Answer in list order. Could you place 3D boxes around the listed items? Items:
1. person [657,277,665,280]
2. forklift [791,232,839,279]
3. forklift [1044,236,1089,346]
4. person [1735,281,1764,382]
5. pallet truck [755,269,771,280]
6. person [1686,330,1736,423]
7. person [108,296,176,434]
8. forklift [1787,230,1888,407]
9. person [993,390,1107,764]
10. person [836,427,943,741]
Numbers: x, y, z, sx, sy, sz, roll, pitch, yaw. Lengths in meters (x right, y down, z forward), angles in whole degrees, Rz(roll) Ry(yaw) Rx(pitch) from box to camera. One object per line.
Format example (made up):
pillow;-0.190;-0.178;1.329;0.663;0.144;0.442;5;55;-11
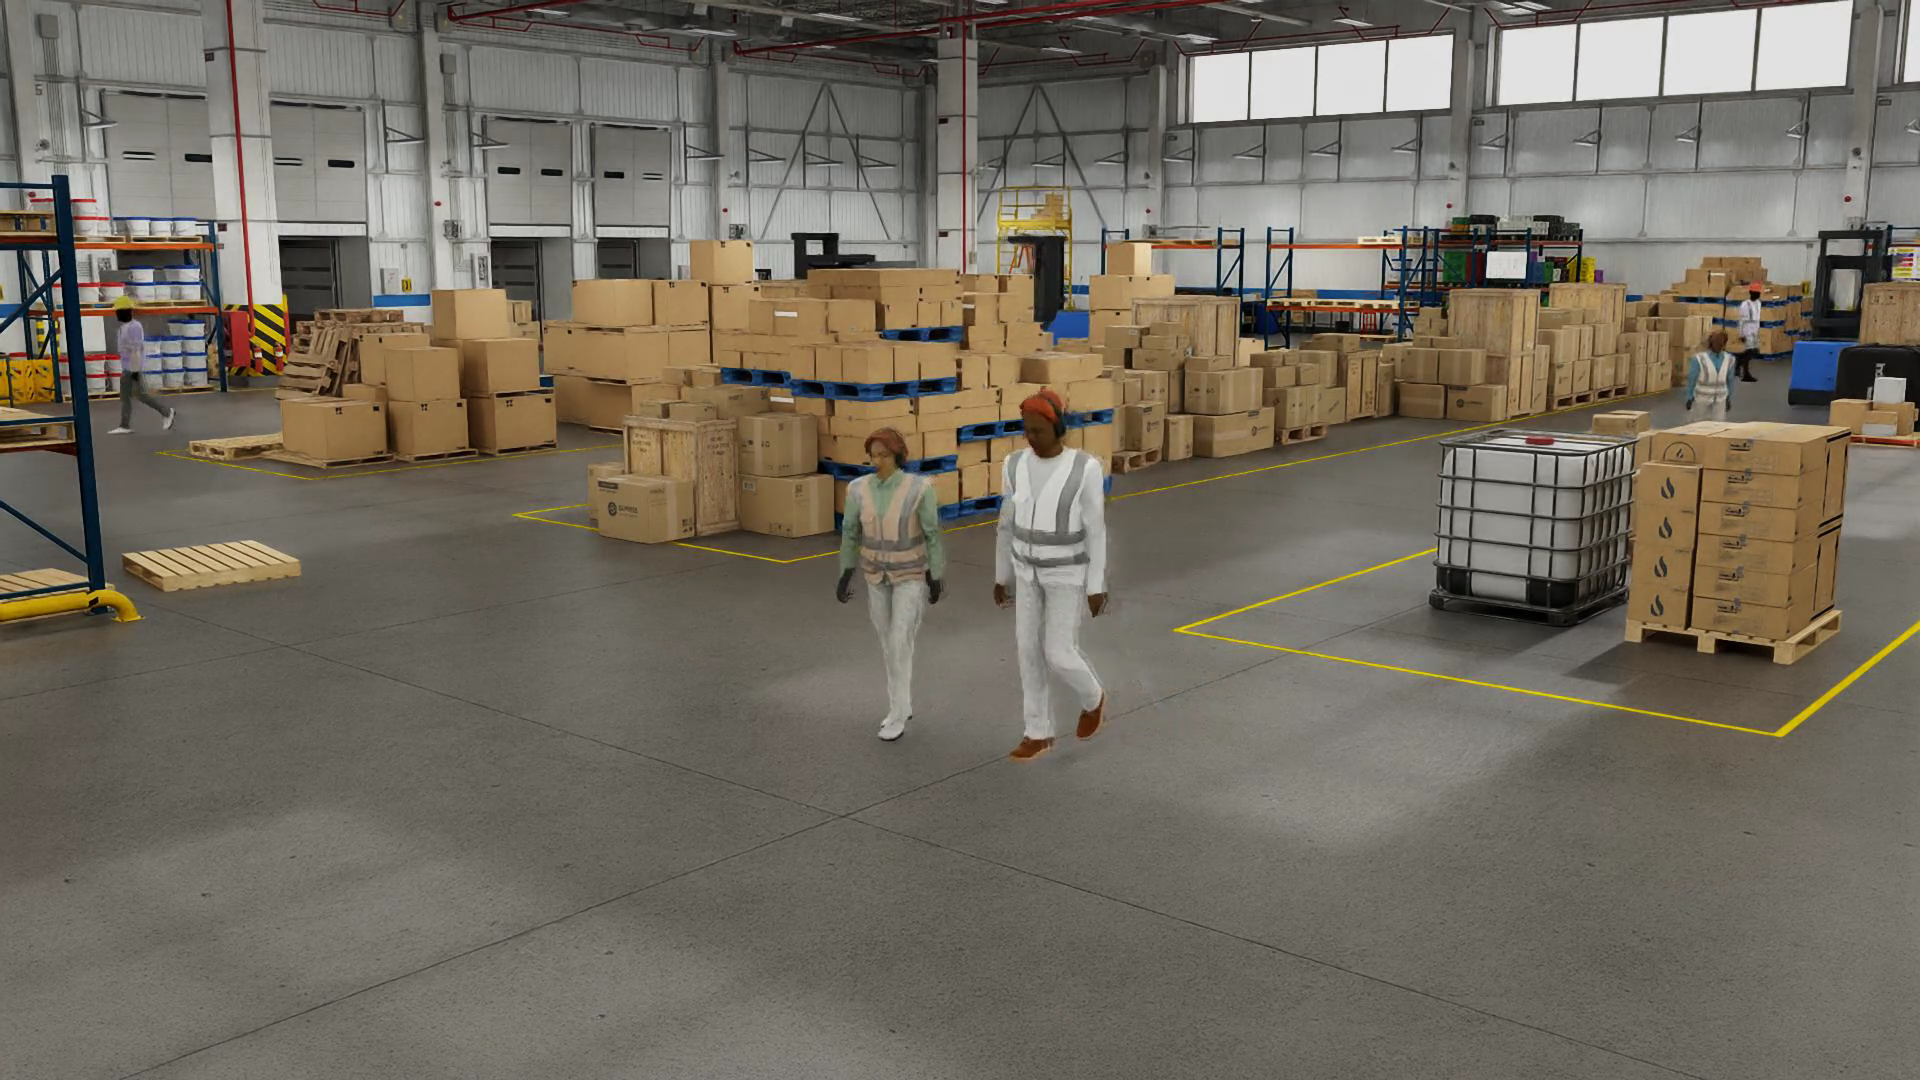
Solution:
person;-6.451;-4.715;35.967;0.639;1.927;0.387;-5;11;-25
forklift;-2.663;-4.270;30.705;1.873;2.768;1.129;8;13;40
forklift;2.208;-5.630;38.448;1.873;2.768;1.129;2;10;14
person;15.047;-3.976;31.749;0.576;1.922;0.539;-7;12;-35
pallet truck;-4.996;-6.432;45.525;1.885;1.965;0.823;-6;12;-32
person;8.648;-1.635;19.284;0.533;1.616;0.603;0;10;-1
person;-11.350;-2.415;22.931;0.805;1.904;0.598;-10;14;-44
forklift;14.146;-3.547;26.590;1.129;2.768;1.873;8;13;40
person;0.476;0.175;8.274;0.591;1.867;0.519;8;13;39
person;-0.399;0.229;8.667;0.538;1.618;0.644;5;11;25
